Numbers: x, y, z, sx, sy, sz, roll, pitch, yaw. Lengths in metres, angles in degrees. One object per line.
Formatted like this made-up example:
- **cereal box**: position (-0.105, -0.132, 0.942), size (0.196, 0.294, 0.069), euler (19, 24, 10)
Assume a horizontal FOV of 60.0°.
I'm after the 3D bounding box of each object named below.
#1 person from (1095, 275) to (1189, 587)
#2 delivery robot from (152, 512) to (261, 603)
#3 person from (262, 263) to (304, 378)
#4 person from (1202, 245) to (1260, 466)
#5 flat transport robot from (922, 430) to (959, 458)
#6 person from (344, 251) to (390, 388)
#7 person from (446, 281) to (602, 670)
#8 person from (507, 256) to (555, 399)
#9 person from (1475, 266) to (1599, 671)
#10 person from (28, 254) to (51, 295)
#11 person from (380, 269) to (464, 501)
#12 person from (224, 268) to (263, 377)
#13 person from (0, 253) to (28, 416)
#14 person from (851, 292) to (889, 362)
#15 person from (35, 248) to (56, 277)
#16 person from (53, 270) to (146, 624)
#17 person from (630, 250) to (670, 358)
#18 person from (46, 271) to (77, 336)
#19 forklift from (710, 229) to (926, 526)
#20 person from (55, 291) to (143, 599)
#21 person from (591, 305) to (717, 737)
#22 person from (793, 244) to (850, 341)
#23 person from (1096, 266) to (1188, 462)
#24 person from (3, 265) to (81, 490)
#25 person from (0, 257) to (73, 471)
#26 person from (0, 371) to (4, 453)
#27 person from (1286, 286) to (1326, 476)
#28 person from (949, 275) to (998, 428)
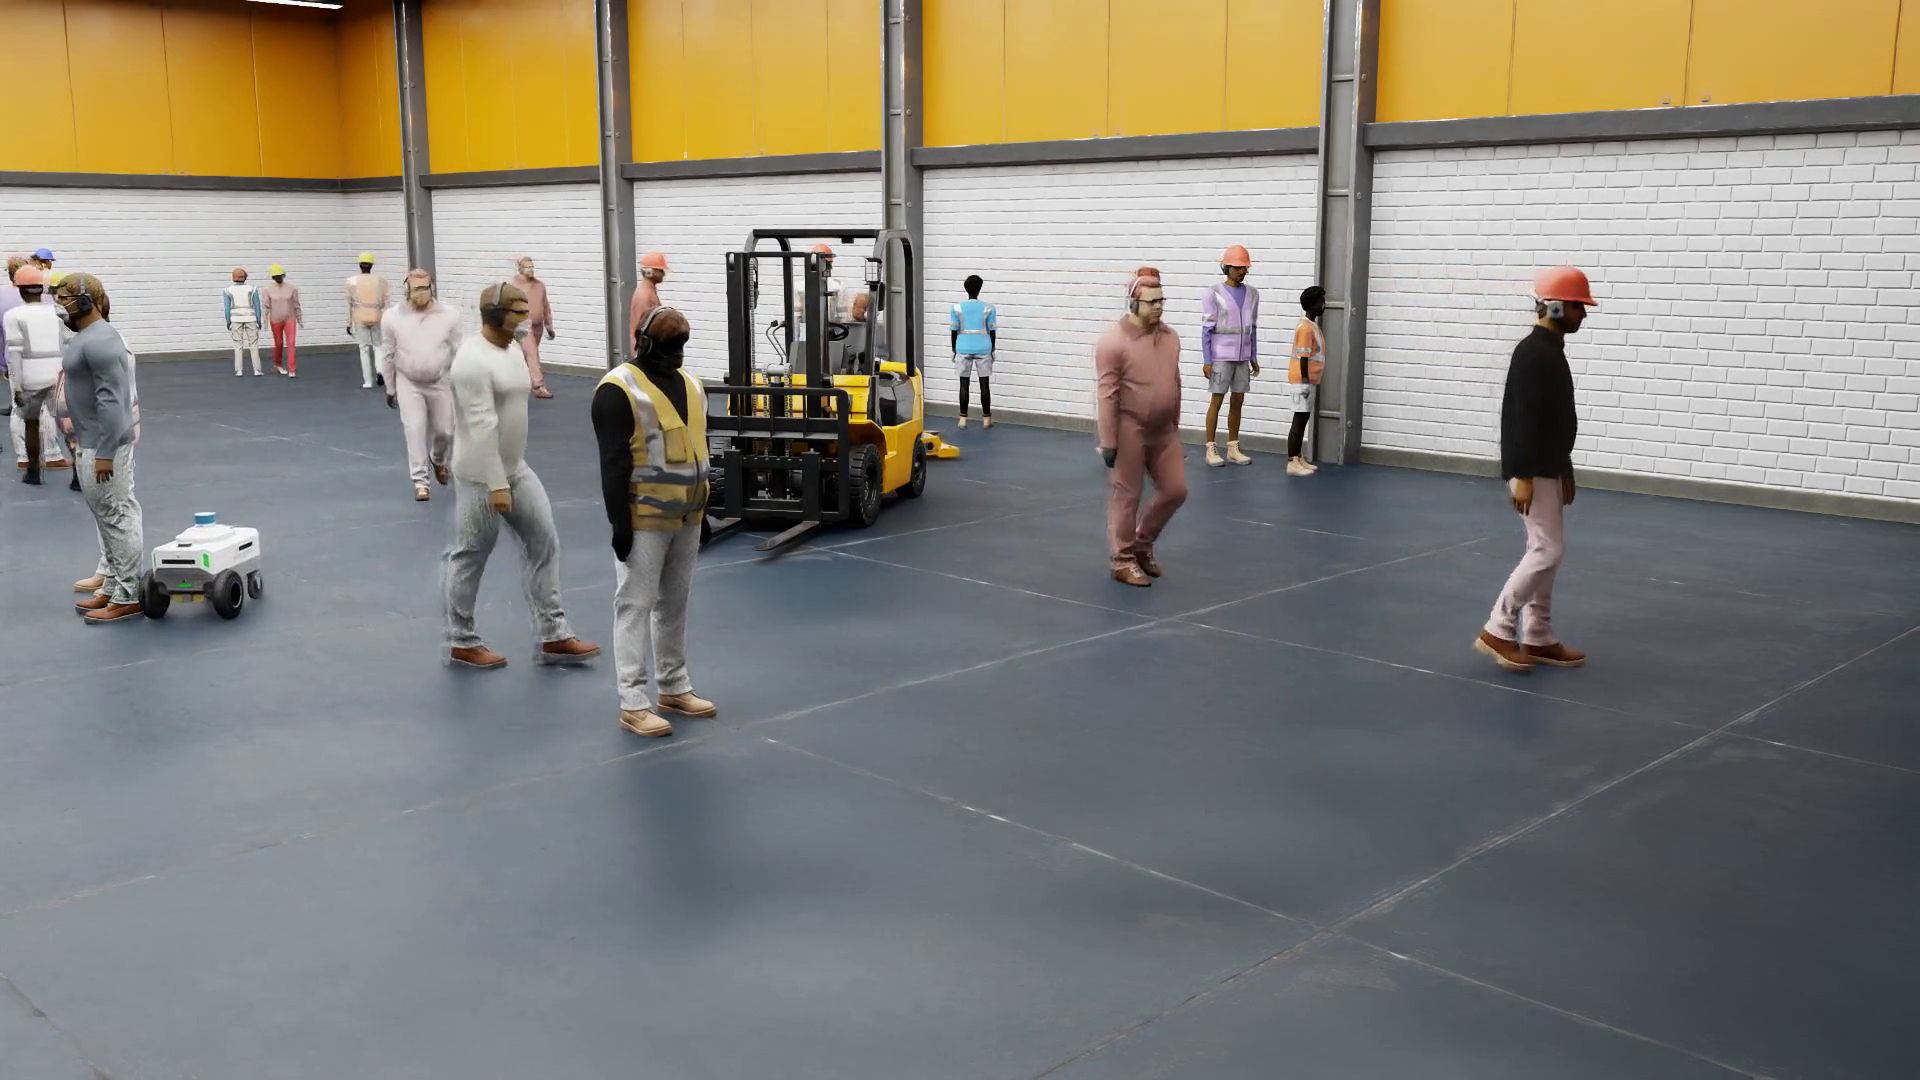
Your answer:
- **person**: position (1.114, -0.647, 10.074), size (0.667, 1.890, 0.442), euler (-7, 13, -35)
- **delivery robot**: position (-4.286, 0.086, 9.476), size (0.477, 0.478, 0.707), euler (0, 10, 1)
- **person**: position (-10.275, -3.337, 25.218), size (0.570, 1.720, 0.829), euler (-5, 12, -25)
- **person**: position (2.528, -1.699, 15.406), size (0.615, 2.039, 0.392), euler (-5, 12, -26)
- **flat transport robot**: position (-0.793, -0.897, 15.867), size (1.431, 0.197, 0.652), euler (-4, 11, -22)
- **person**: position (-8.284, -3.072, 23.277), size (0.589, 1.910, 0.428), euler (-5, 12, -27)
- **person**: position (-2.149, -0.289, 8.078), size (0.883, 1.901, 0.647), euler (3, 11, 15)
- **person**: position (-5.739, -2.813, 21.994), size (0.994, 1.865, 0.648), euler (7, 12, 33)
- **person**: position (2.857, -0.340, 8.140), size (0.431, 1.985, 0.662), euler (6, 12, 30)
- **person**: position (-13.047, -3.111, 23.611), size (0.555, 1.852, 0.642), euler (-7, 12, -33)
- **person**: position (-4.388, -1.288, 13.638), size (0.661, 1.877, 0.803), euler (-4, 11, -22)
- **person**: position (-10.830, -3.283, 25.144), size (0.514, 1.640, 0.310), euler (-3, 11, -17)
- **person**: position (-11.086, -2.411, 19.626), size (0.717, 1.912, 0.563), euler (-1, 10, -3)
- **person**: position (-0.885, -1.469, 15.305), size (0.518, 1.613, 0.415), euler (-10, 14, -43)
- **person**: position (-13.277, -3.266, 24.217), size (0.605, 1.943, 0.402), euler (-1, 10, -6)
- **person**: position (-4.766, -0.511, 9.210), size (0.361, 1.938, 0.635), euler (-7, 12, -33)
- **person**: position (-3.055, -1.860, 16.443), size (0.414, 1.987, 0.620), euler (-1, 10, -4)
- **person**: position (-10.662, -2.351, 19.868), size (0.490, 1.718, 0.481), euler (-2, 11, -9)
- **forklift**: position (-1.050, -1.319, 12.920), size (1.214, 2.155, 2.313), euler (2, 11, 13)
- **person**: position (-5.072, -0.572, 9.808), size (0.430, 1.845, 0.619), euler (-9, 14, -42)
- **person**: position (-1.292, -0.091, 7.210), size (0.430, 1.836, 0.624), euler (6, 12, 30)
- **person**: position (-1.444, -2.053, 17.332), size (0.614, 2.041, 0.393), euler (1, 10, 4)
- **person**: position (1.690, -1.602, 15.394), size (0.892, 1.856, 0.588), euler (-1, 10, -6)
- **person**: position (-7.694, -1.360, 13.996), size (0.996, 1.891, 0.571), euler (9, 14, 40)
- **person**: position (-8.401, -1.580, 15.039), size (0.631, 1.940, 0.372), euler (1, 10, 4)
- **person**: position (-9.823, -1.766, 16.463), size (0.903, 1.794, 0.607), euler (10, 14, 43)
- **person**: position (3.088, -1.416, 14.831), size (0.321, 1.690, 0.532), euler (3, 11, 18)
- **person**: position (0.148, -2.083, 18.437), size (0.536, 1.697, 0.322), euler (0, 10, 1)
